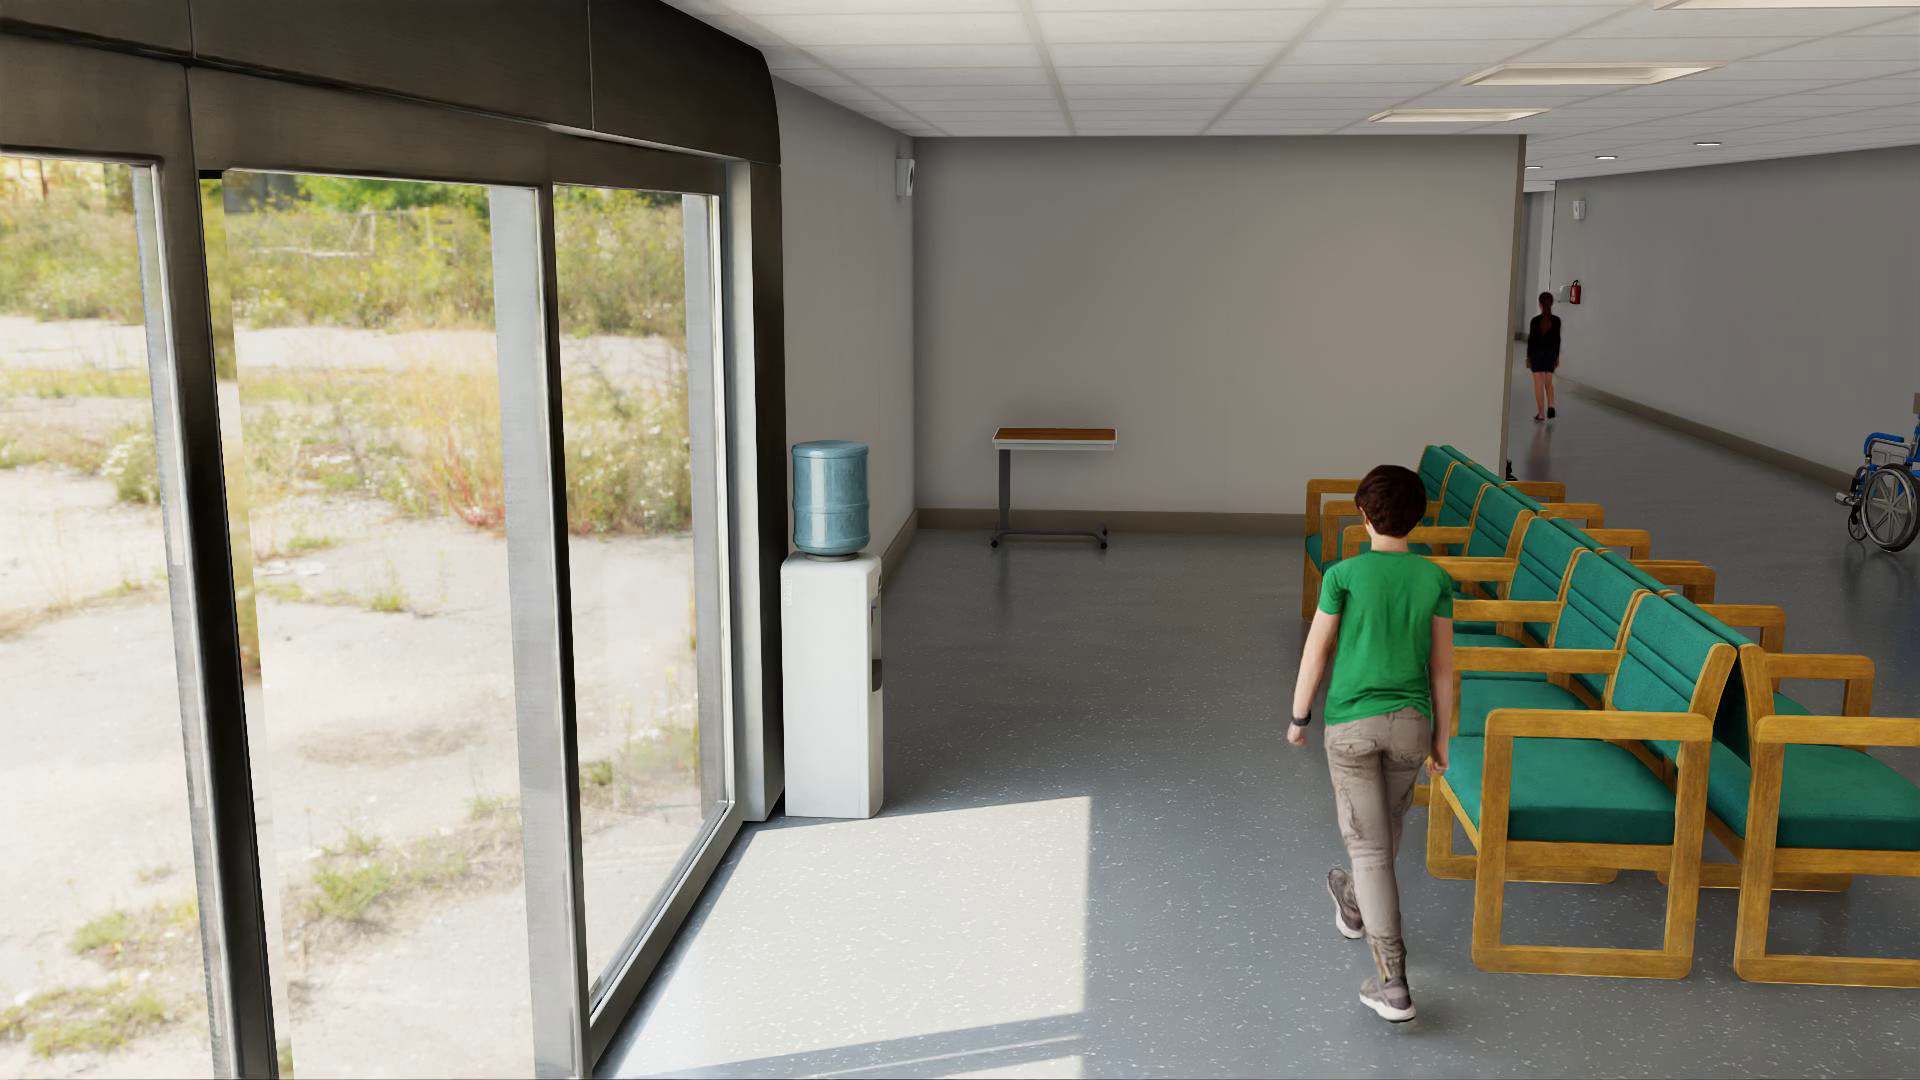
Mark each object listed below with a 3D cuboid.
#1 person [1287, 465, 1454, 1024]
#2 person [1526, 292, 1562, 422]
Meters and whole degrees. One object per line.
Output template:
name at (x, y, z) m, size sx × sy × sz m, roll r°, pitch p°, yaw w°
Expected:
person at (1.272, 0.619, 4.960) m, size 1.070 × 1.617 × 0.800 m, roll -1°, pitch 11°, yaw -6°
person at (7.032, -2.196, 19.990) m, size 0.561 × 1.545 × 0.603 m, roll 0°, pitch 11°, yaw 2°
